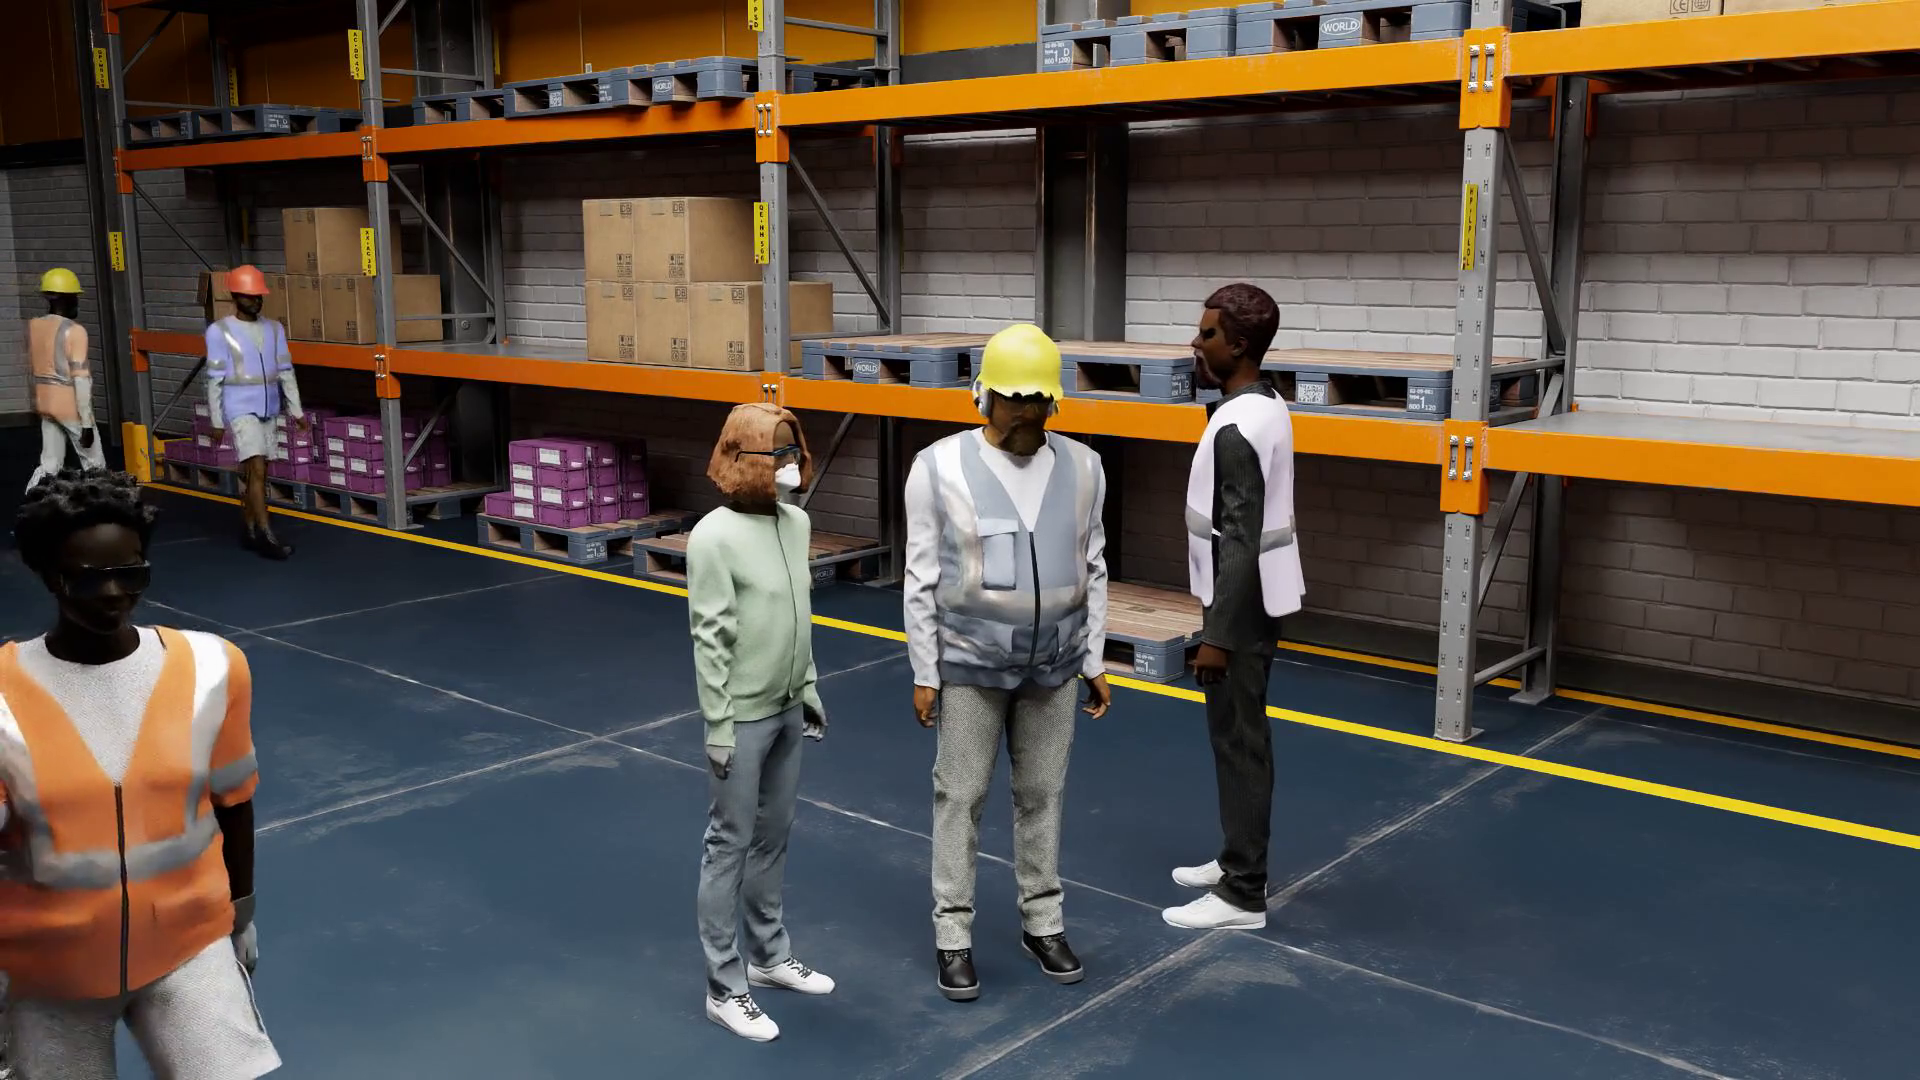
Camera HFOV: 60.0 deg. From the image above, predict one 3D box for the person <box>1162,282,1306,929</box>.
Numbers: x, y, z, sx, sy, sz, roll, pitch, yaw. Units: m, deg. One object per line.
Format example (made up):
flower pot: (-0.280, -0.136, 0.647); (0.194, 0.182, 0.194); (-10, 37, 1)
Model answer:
person: (0.827, 0.204, 4.959); (0.391, 1.922, 0.593); (2, 10, 14)

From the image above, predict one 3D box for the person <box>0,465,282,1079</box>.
person: (-1.372, 0.721, 2.734); (0.548, 1.665, 0.775); (-8, 12, -37)

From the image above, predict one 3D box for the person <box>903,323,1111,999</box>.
person: (0.141, 0.328, 4.526); (0.588, 1.826, 0.403); (-3, 10, -18)

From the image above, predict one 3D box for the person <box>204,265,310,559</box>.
person: (-4.538, -0.826, 10.881); (0.842, 1.907, 0.547); (6, 11, 30)

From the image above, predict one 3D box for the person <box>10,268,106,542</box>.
person: (-6.150, -0.899, 11.370); (0.616, 1.927, 0.745); (4, 11, 24)

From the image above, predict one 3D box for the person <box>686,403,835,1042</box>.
person: (-0.513, 0.456, 4.341); (0.279, 1.634, 0.499); (5, 11, 25)
